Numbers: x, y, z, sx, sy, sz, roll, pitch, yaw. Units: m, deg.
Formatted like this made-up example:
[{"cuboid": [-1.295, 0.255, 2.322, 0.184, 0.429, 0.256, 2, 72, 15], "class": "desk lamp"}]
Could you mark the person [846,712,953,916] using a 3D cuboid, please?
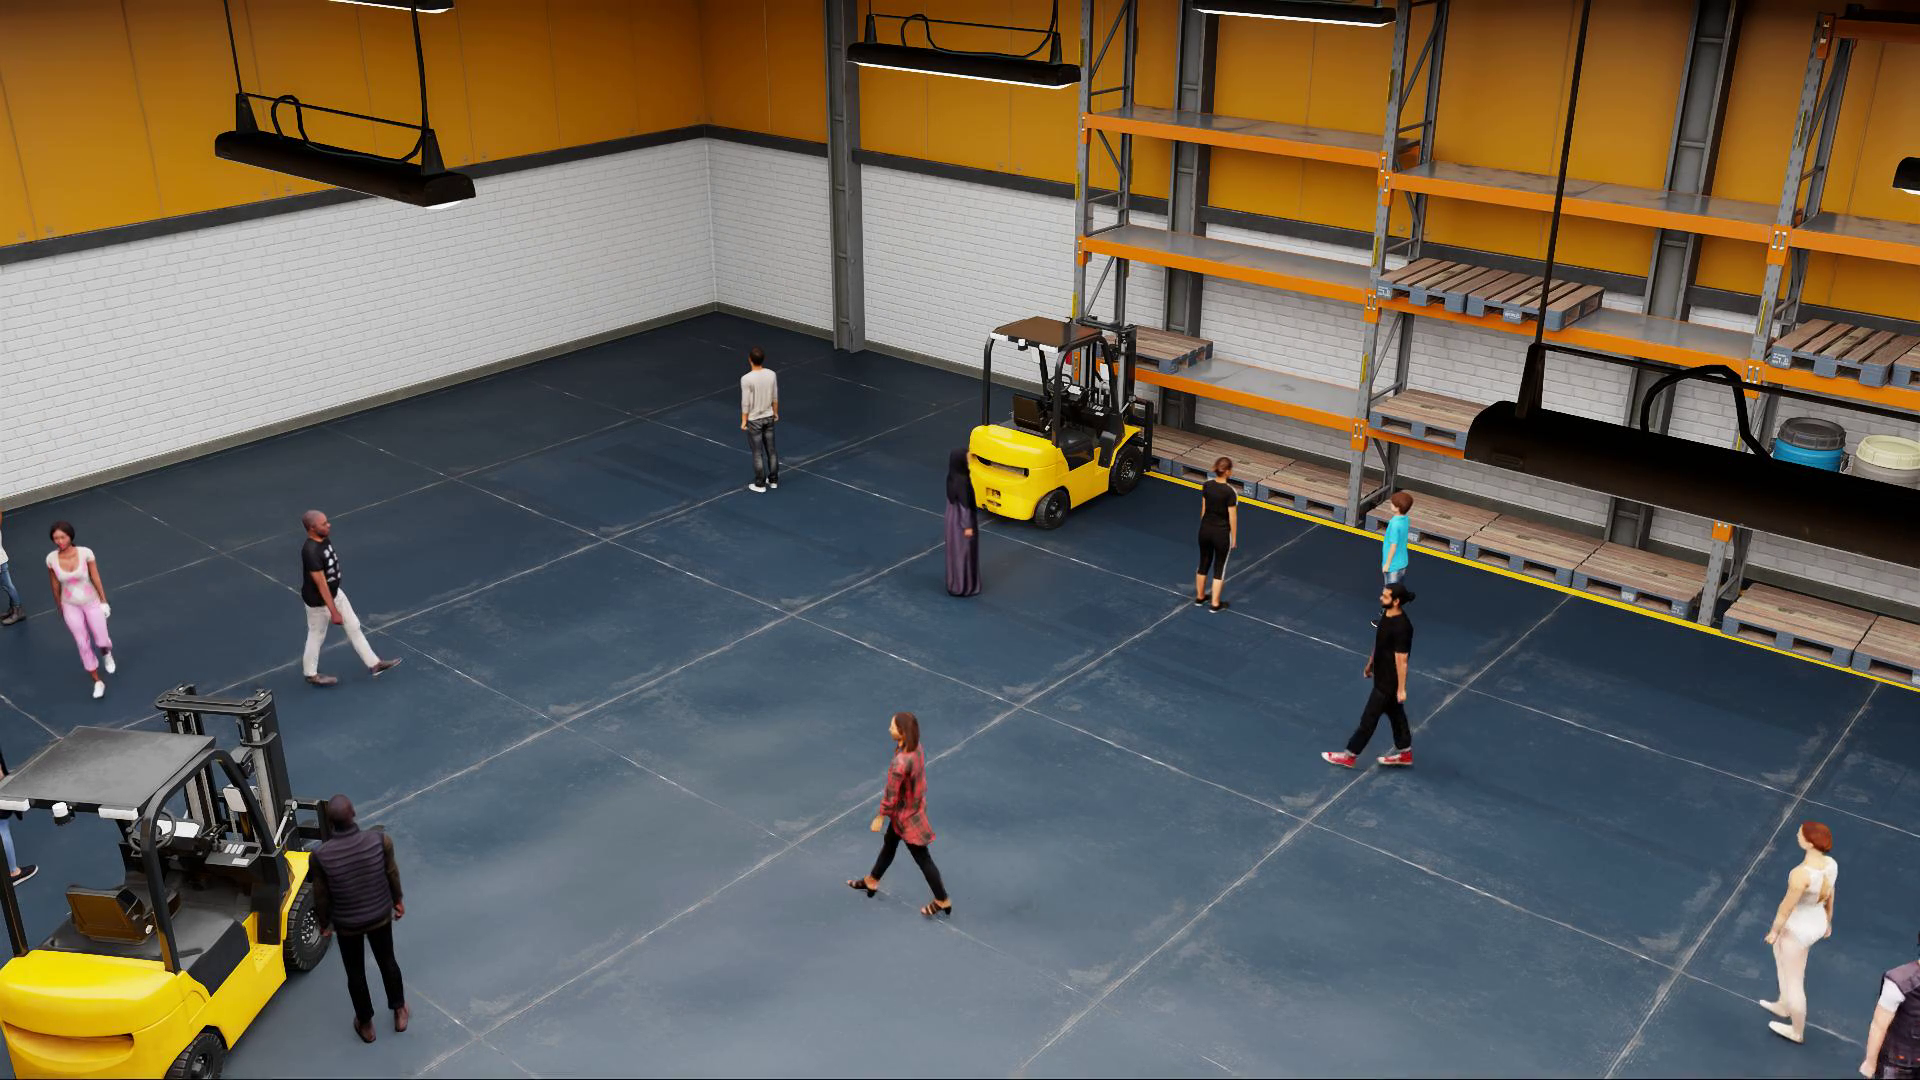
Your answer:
[{"cuboid": [-0.292, 2.054, 12.220, 1.156, 1.657, 0.956, 4, 24, 9], "class": "person"}]

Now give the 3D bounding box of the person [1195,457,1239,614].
[{"cuboid": [2.623, -0.068, 17.060, 0.474, 1.668, 0.656, 22, 32, 40], "class": "person"}]

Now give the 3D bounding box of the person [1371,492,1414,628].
[{"cuboid": [4.392, 0.192, 16.740, 0.512, 1.448, 0.540, 15, 28, 31], "class": "person"}]

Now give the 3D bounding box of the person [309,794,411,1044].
[{"cuboid": [-3.963, 2.489, 11.003, 0.771, 1.836, 0.705, -13, 27, -26], "class": "person"}]

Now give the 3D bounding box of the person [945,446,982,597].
[{"cuboid": [0.004, -0.211, 17.462, 0.777, 1.608, 0.696, -6, 24, -13], "class": "person"}]

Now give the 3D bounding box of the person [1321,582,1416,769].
[{"cuboid": [3.735, 1.180, 14.134, 1.131, 1.725, 1.002, 2, 24, 4], "class": "person"}]

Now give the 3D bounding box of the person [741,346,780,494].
[{"cuboid": [-2.400, -1.465, 20.077, 0.698, 1.812, 0.628, -17, 29, -33], "class": "person"}]

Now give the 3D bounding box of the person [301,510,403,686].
[{"cuboid": [-6.009, 0.579, 15.464, 1.205, 1.760, 1.147, -2, 24, -5], "class": "person"}]

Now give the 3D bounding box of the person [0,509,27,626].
[{"cuboid": [-9.741, 0.213, 16.863, 0.562, 1.312, 0.456, -17, 29, -34], "class": "person"}]

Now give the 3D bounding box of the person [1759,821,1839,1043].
[{"cuboid": [5.635, 2.621, 10.965, 0.665, 1.624, 0.702, -15, 28, -30], "class": "person"}]

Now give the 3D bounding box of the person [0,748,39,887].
[{"cuboid": [-7.434, 1.869, 12.601, 0.667, 1.692, 0.778, 4, 24, 10], "class": "person"}]

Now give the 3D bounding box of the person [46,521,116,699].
[{"cuboid": [-8.141, 0.601, 15.453, 0.796, 1.730, 0.902, -9, 25, -19], "class": "person"}]
